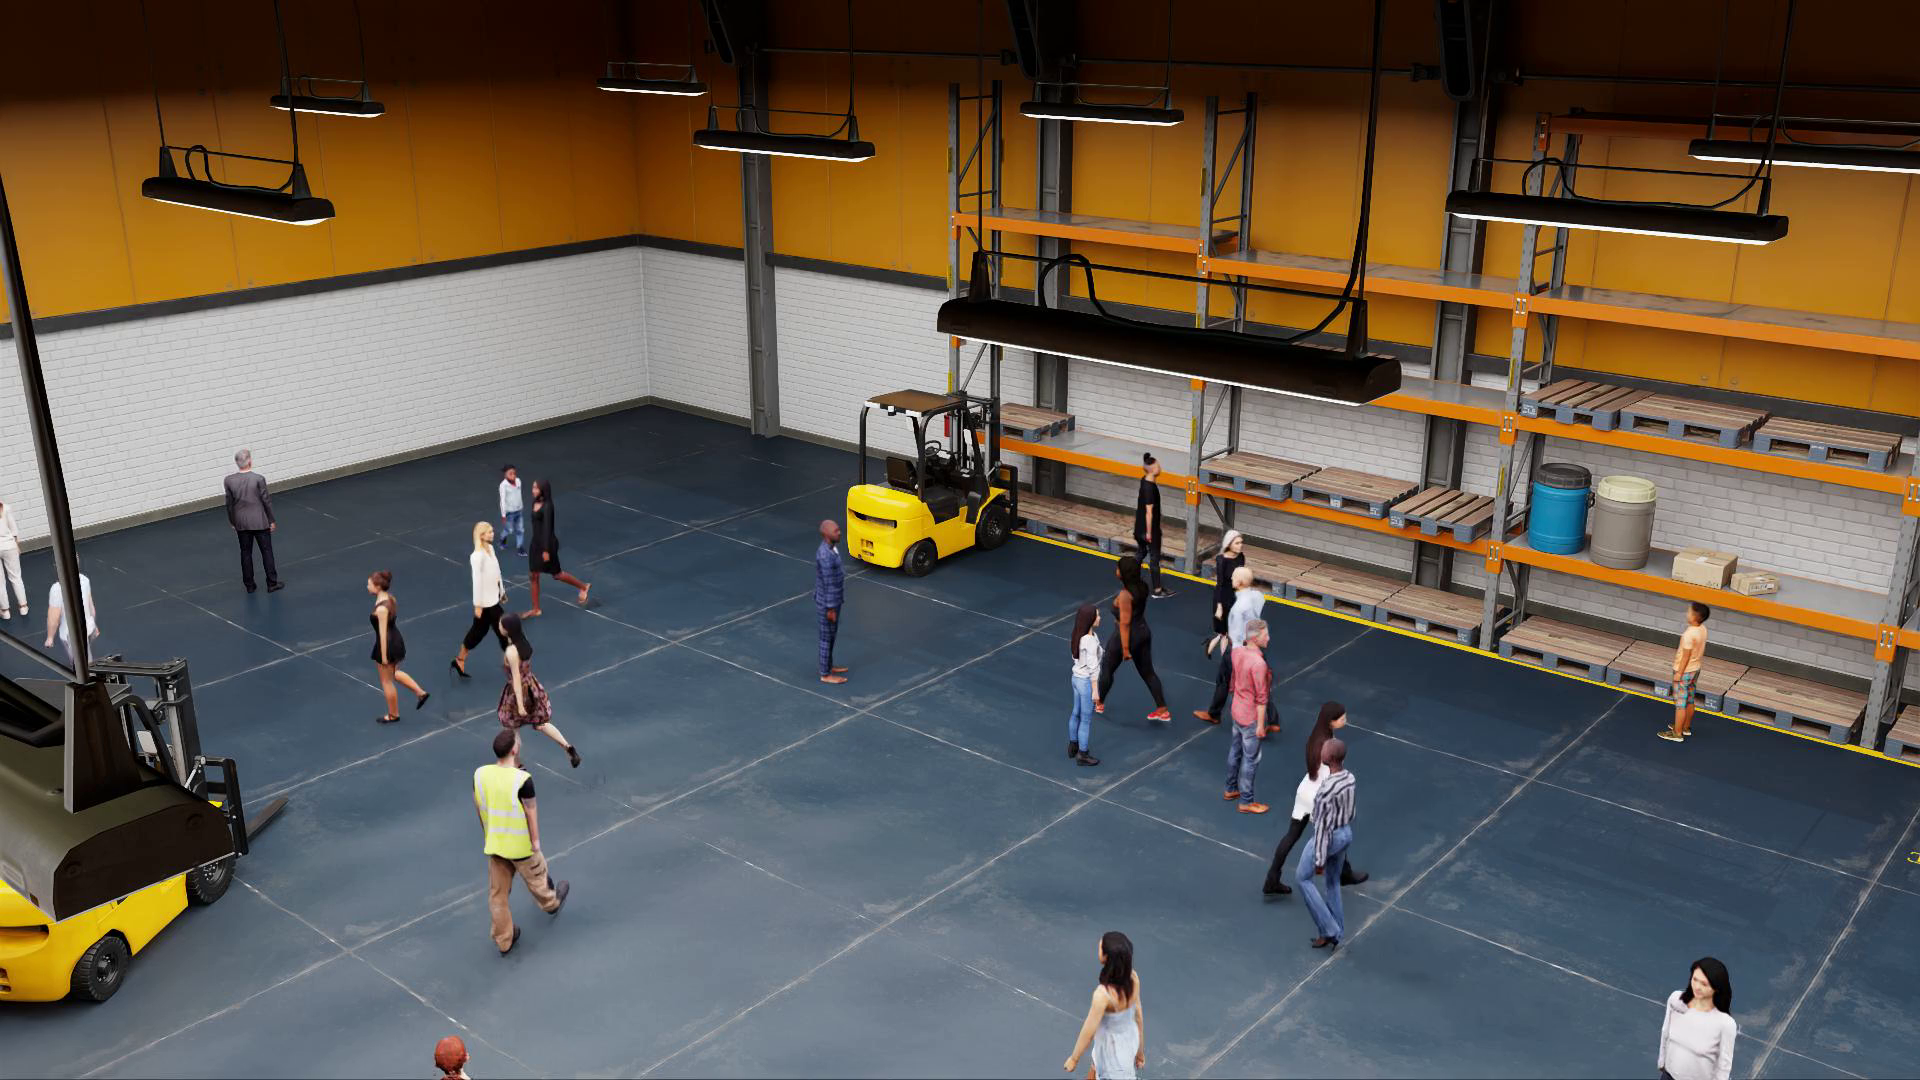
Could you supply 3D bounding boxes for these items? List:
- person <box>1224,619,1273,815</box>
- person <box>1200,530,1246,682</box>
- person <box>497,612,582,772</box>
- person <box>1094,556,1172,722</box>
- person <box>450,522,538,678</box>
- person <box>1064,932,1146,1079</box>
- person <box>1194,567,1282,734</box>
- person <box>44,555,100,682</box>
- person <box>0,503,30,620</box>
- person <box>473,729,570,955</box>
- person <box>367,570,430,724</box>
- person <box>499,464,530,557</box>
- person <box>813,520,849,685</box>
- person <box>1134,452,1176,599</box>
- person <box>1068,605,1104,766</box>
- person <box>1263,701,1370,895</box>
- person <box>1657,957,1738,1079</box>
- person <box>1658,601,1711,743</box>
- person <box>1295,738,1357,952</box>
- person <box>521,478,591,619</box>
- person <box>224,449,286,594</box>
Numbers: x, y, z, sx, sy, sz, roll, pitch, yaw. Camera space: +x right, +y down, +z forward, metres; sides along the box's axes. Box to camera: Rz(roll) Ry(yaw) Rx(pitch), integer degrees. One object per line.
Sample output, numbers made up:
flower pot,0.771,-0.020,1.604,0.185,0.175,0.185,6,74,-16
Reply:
person,2.648,1.591,15.264,0.821,1.829,0.702,-6,19,-16
person,2.854,0.697,18.075,0.745,1.730,0.907,-13,22,-33
person,-4.025,1.506,15.643,1.122,1.749,0.962,2,19,6
person,1.828,1.051,16.969,1.210,1.766,0.660,15,24,38
person,-5.171,0.707,17.913,1.230,1.815,1.119,0,19,-1
person,1.058,3.297,10.430,1.148,1.683,0.679,11,22,31
person,2.918,1.146,16.700,1.221,1.757,0.696,17,25,41
person,-8.979,1.004,17.066,1.257,1.793,1.045,3,19,9
person,-11.481,0.110,19.884,0.634,1.688,0.581,-15,24,-38
person,-3.532,2.377,12.954,1.144,1.814,1.087,4,19,11
person,-5.755,1.092,17.006,0.884,1.664,0.822,-1,19,-4
person,-5.976,-0.413,22.126,0.771,1.248,0.503,17,25,41
person,-1.420,0.643,18.097,0.795,1.818,0.758,1,19,2
person,2.309,-0.196,20.522,1.007,1.862,0.941,-1,19,-2
person,1.209,1.390,16.171,0.742,1.632,0.625,-6,20,-18
person,2.844,2.164,13.691,1.118,1.748,1.173,-4,19,-12
person,4.605,3.340,10.345,0.813,1.655,1.067,-15,24,-37
person,7.309,1.304,16.694,0.535,1.462,0.521,-17,25,-42
person,2.958,2.414,12.900,0.608,1.779,0.645,14,23,35
person,-4.886,0.093,19.923,0.792,1.697,1.076,-15,24,-37
person,-8.805,-0.244,20.693,0.792,1.842,0.854,-1,19,-4
